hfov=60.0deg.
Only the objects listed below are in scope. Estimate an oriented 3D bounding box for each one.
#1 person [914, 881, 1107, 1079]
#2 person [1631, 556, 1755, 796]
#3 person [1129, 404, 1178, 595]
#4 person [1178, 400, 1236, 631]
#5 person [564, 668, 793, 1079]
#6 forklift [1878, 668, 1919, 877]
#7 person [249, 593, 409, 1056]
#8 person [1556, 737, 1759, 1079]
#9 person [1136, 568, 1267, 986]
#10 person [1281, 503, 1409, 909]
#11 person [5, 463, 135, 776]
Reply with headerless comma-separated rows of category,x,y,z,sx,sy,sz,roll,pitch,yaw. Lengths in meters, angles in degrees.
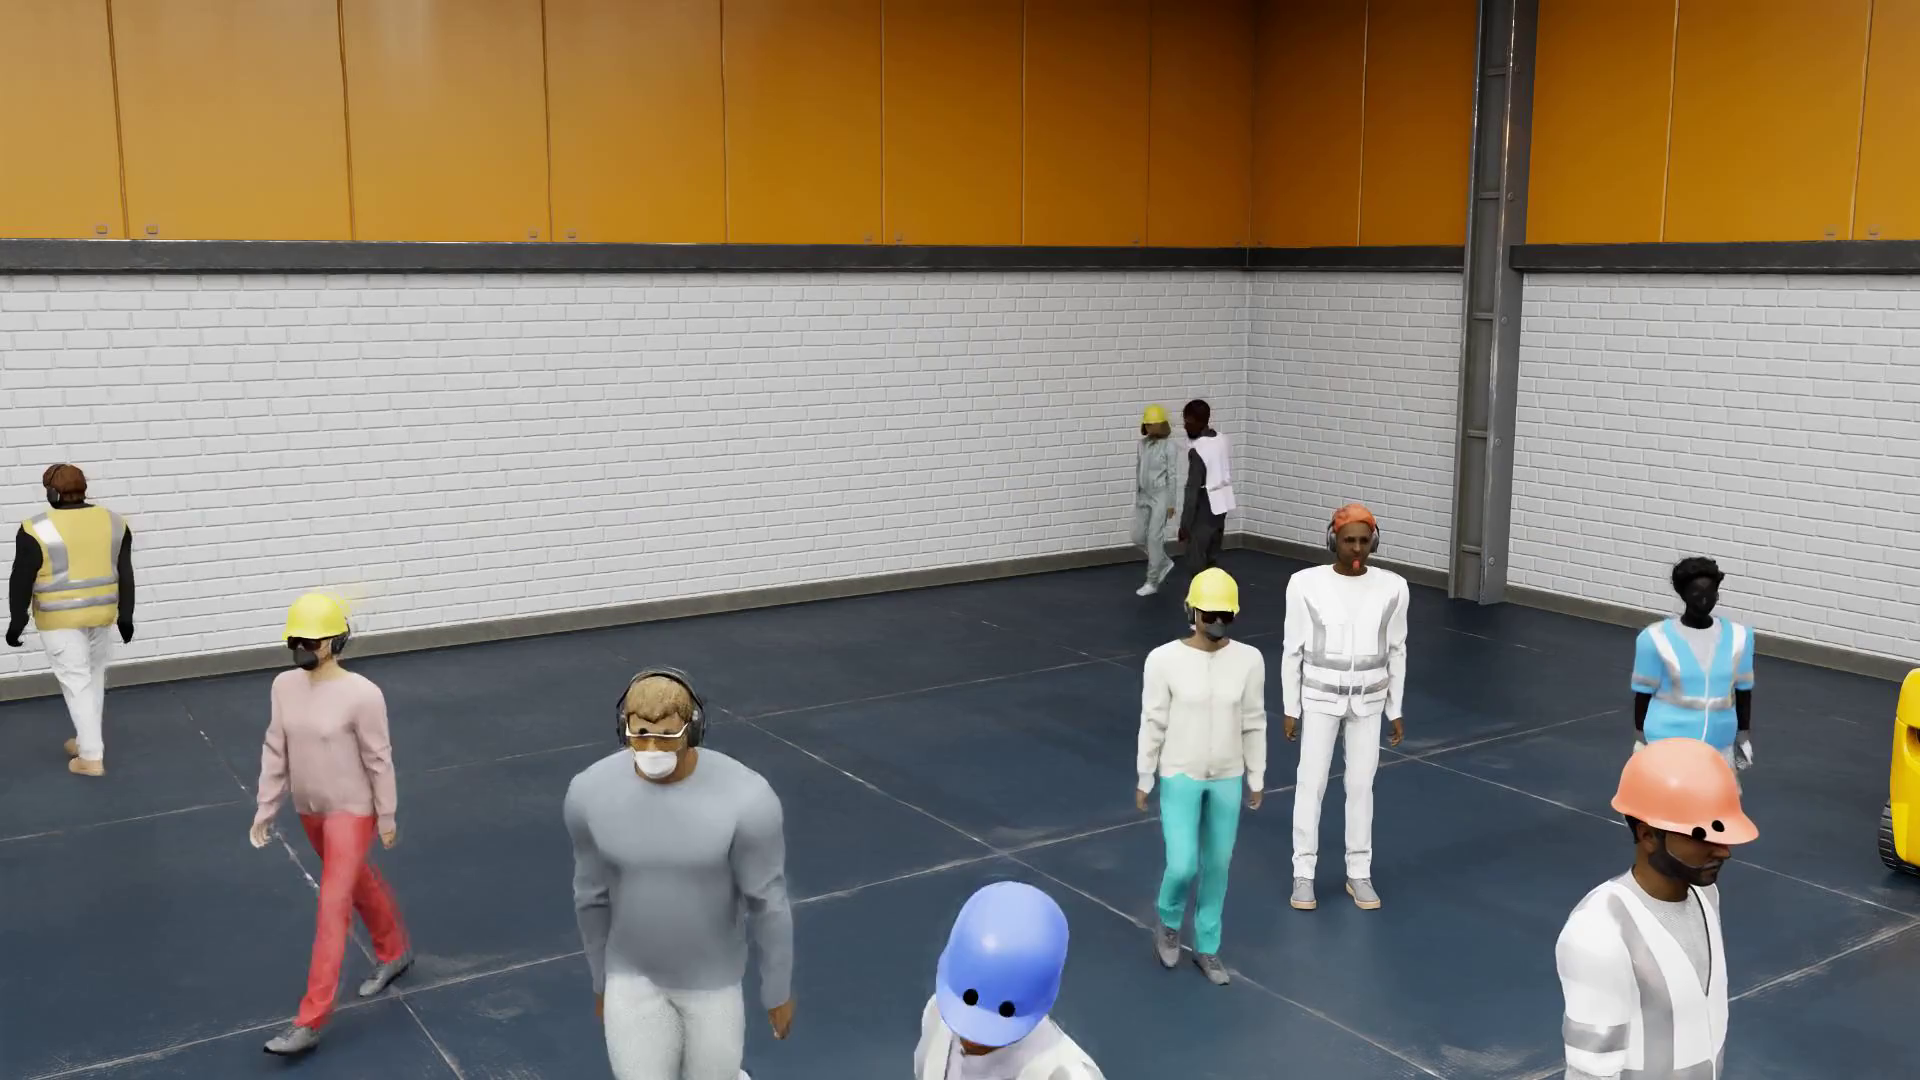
person,0.092,1.501,3.201,0.494,1.896,0.723,-5,10,-26
person,3.293,0.880,7.574,0.532,1.681,0.611,0,9,1
person,1.770,-0.368,14.949,0.428,1.720,0.490,-7,12,-36
person,2.038,-0.198,13.517,0.380,1.891,0.665,6,11,30
person,-0.782,1.231,4.875,0.641,1.898,0.796,1,9,5
forklift,5.511,0.571,7.906,2.313,2.155,1.214,-6,11,-33
person,-2.446,1.049,6.442,0.520,1.720,0.922,4,10,24
person,1.572,1.383,3.784,0.553,1.935,0.362,-8,13,-42
person,0.998,0.974,6.804,0.551,1.752,0.365,-2,10,-13
person,1.765,0.769,7.655,0.573,1.883,0.356,0,9,0
person,-5.239,0.455,9.744,0.637,1.828,0.636,6,11,30
